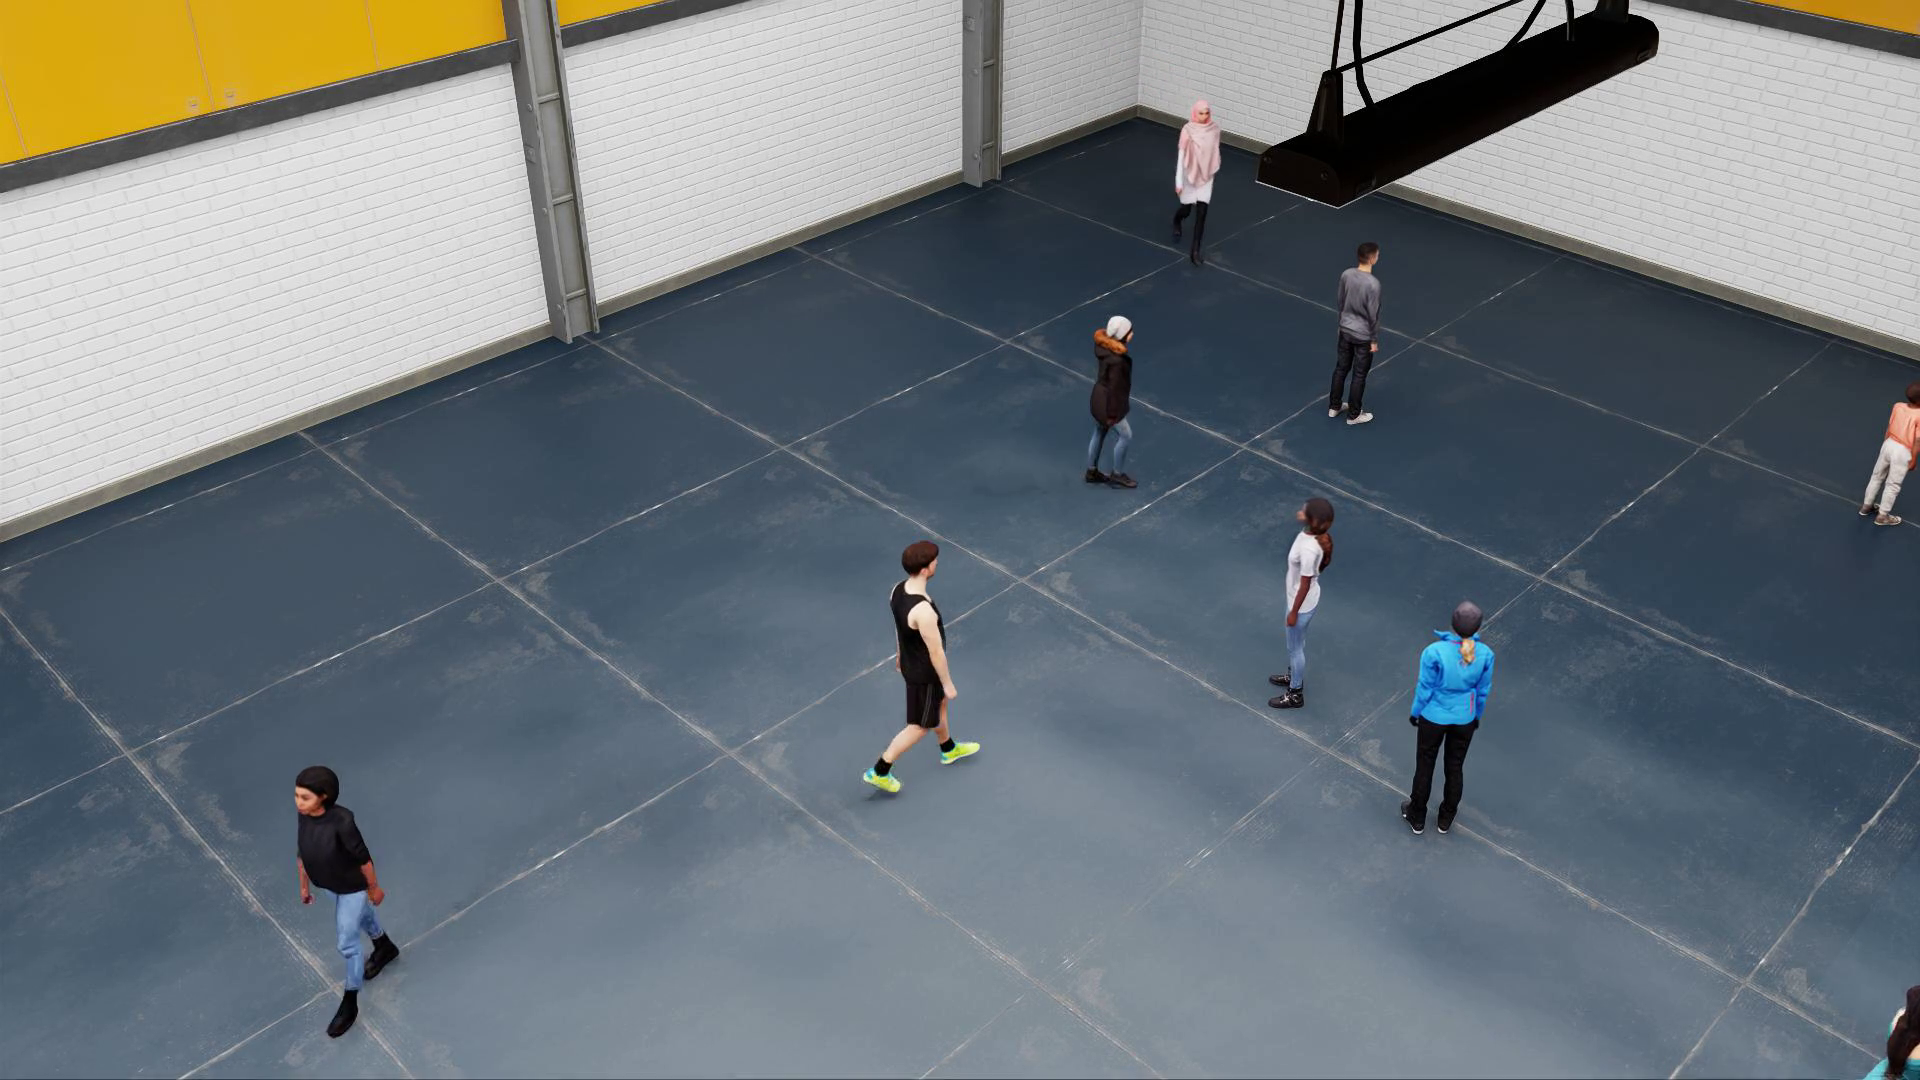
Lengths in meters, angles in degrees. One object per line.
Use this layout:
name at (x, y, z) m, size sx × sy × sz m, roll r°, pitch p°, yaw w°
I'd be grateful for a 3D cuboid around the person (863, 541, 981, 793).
person at (-0.299, 0.879, 10.957) m, size 1.236 × 1.864 × 0.995 m, roll -12°, pitch 35°, yaw -17°

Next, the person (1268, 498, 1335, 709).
person at (2.409, 0.432, 11.761) m, size 0.731 × 1.718 × 0.636 m, roll 7°, pitch 34°, yaw 10°

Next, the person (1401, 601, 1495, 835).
person at (3.111, 1.144, 10.621) m, size 0.685 × 1.795 × 0.728 m, roll 2°, pitch 34°, yaw 3°

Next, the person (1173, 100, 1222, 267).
person at (2.572, -3.974, 18.333) m, size 1.113 × 1.781 × 1.062 m, roll -7°, pitch 34°, yaw -11°

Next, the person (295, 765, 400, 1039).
person at (-3.481, 1.918, 9.562) m, size 0.798 × 1.678 × 1.034 m, roll 13°, pitch 36°, yaw 19°

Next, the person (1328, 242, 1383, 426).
person at (3.638, -1.897, 15.226) m, size 0.561 × 1.761 × 0.630 m, roll -25°, pitch 41°, yaw -32°

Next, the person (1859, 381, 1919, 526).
person at (7.840, -0.743, 13.897) m, size 0.581 × 1.310 × 0.558 m, roll -11°, pitch 35°, yaw -16°

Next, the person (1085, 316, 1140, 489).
person at (1.215, -1.179, 14.273) m, size 0.836 × 1.621 × 0.782 m, roll -6°, pitch 34°, yaw -8°
